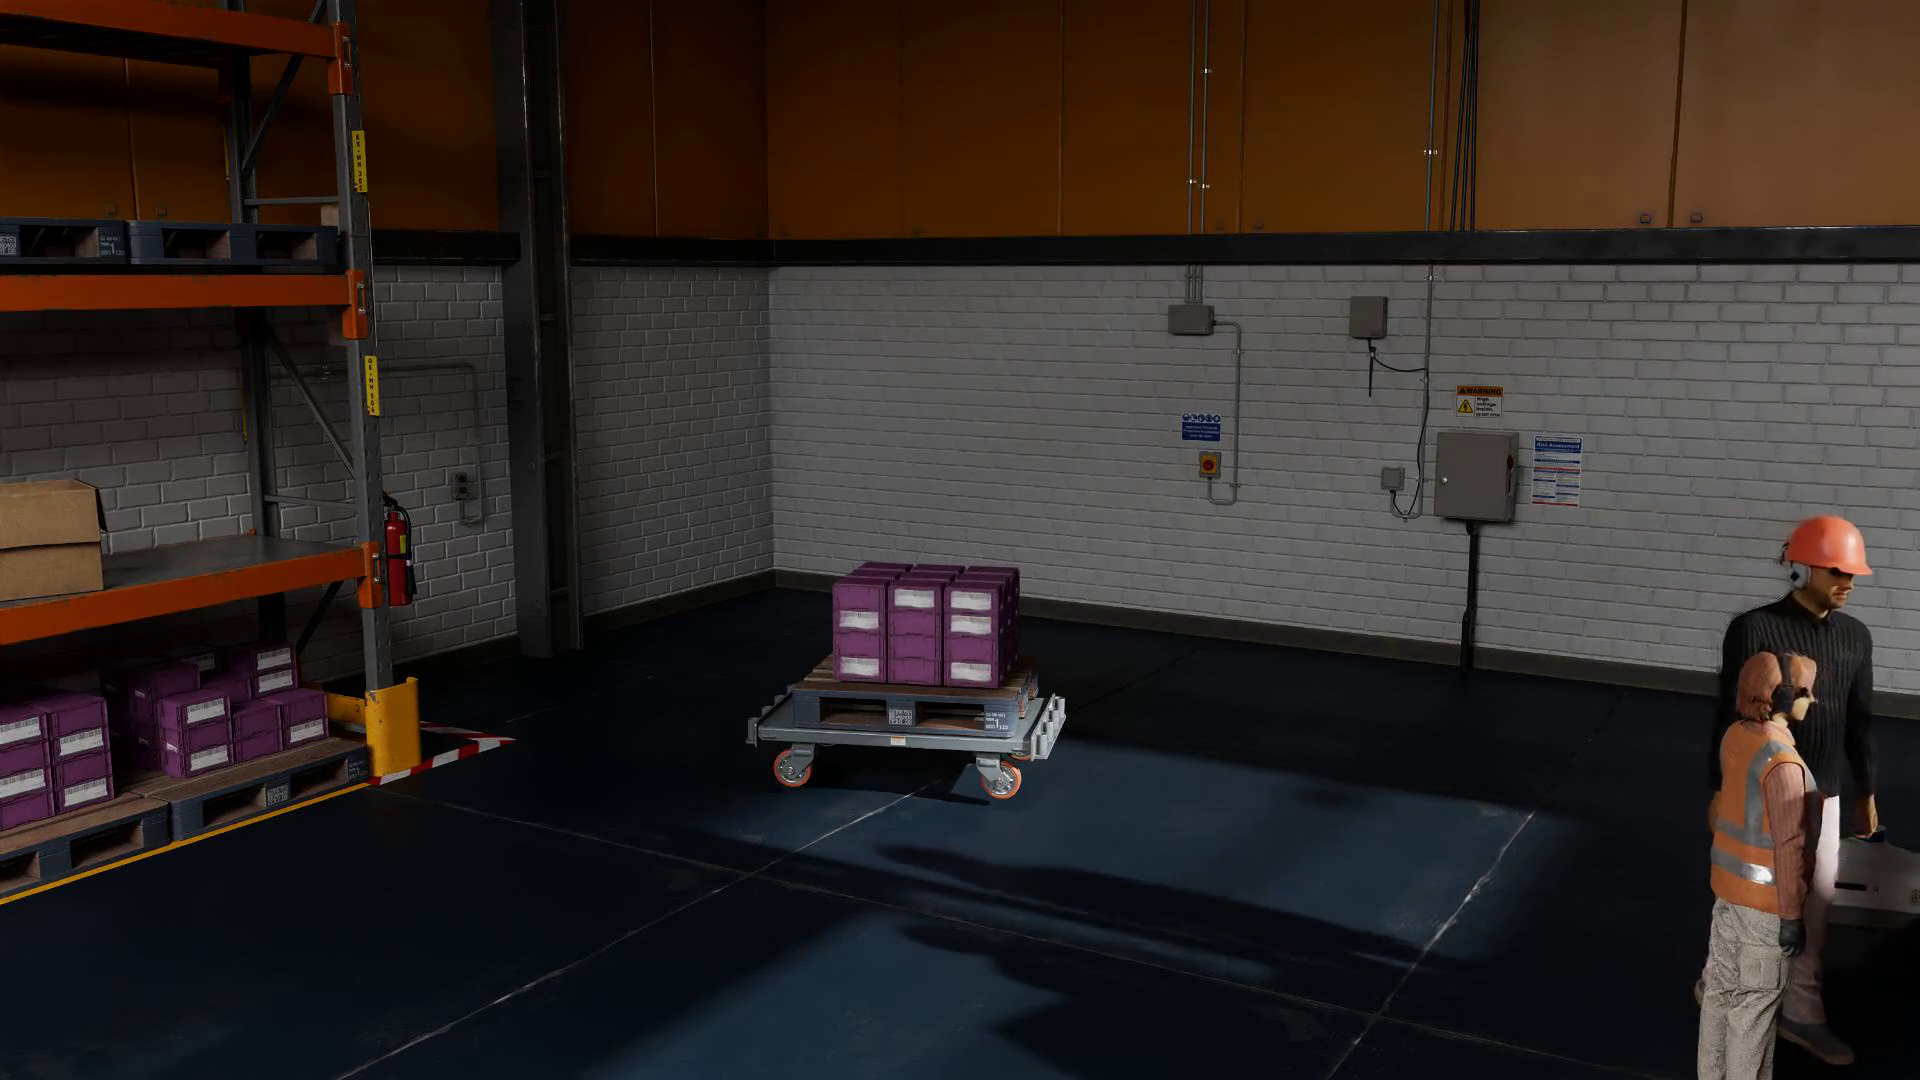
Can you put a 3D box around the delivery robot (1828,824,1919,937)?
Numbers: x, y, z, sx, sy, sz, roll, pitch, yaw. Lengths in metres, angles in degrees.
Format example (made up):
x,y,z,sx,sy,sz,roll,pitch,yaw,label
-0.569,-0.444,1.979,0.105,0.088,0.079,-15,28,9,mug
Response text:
x,y,z,sx,sy,sz,roll,pitch,yaw,label
3.761,1.419,6.898,0.707,0.478,0.477,3,10,18,delivery robot

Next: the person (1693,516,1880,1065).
x,y,z,sx,sy,sz,roll,pitch,yaw,label
3.034,0.895,6.012,0.663,1.983,0.468,-2,9,-15,person

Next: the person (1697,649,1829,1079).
x,y,z,sx,sy,sz,roll,pitch,yaw,label
2.601,1.163,5.410,0.307,1.640,0.513,1,9,5,person
